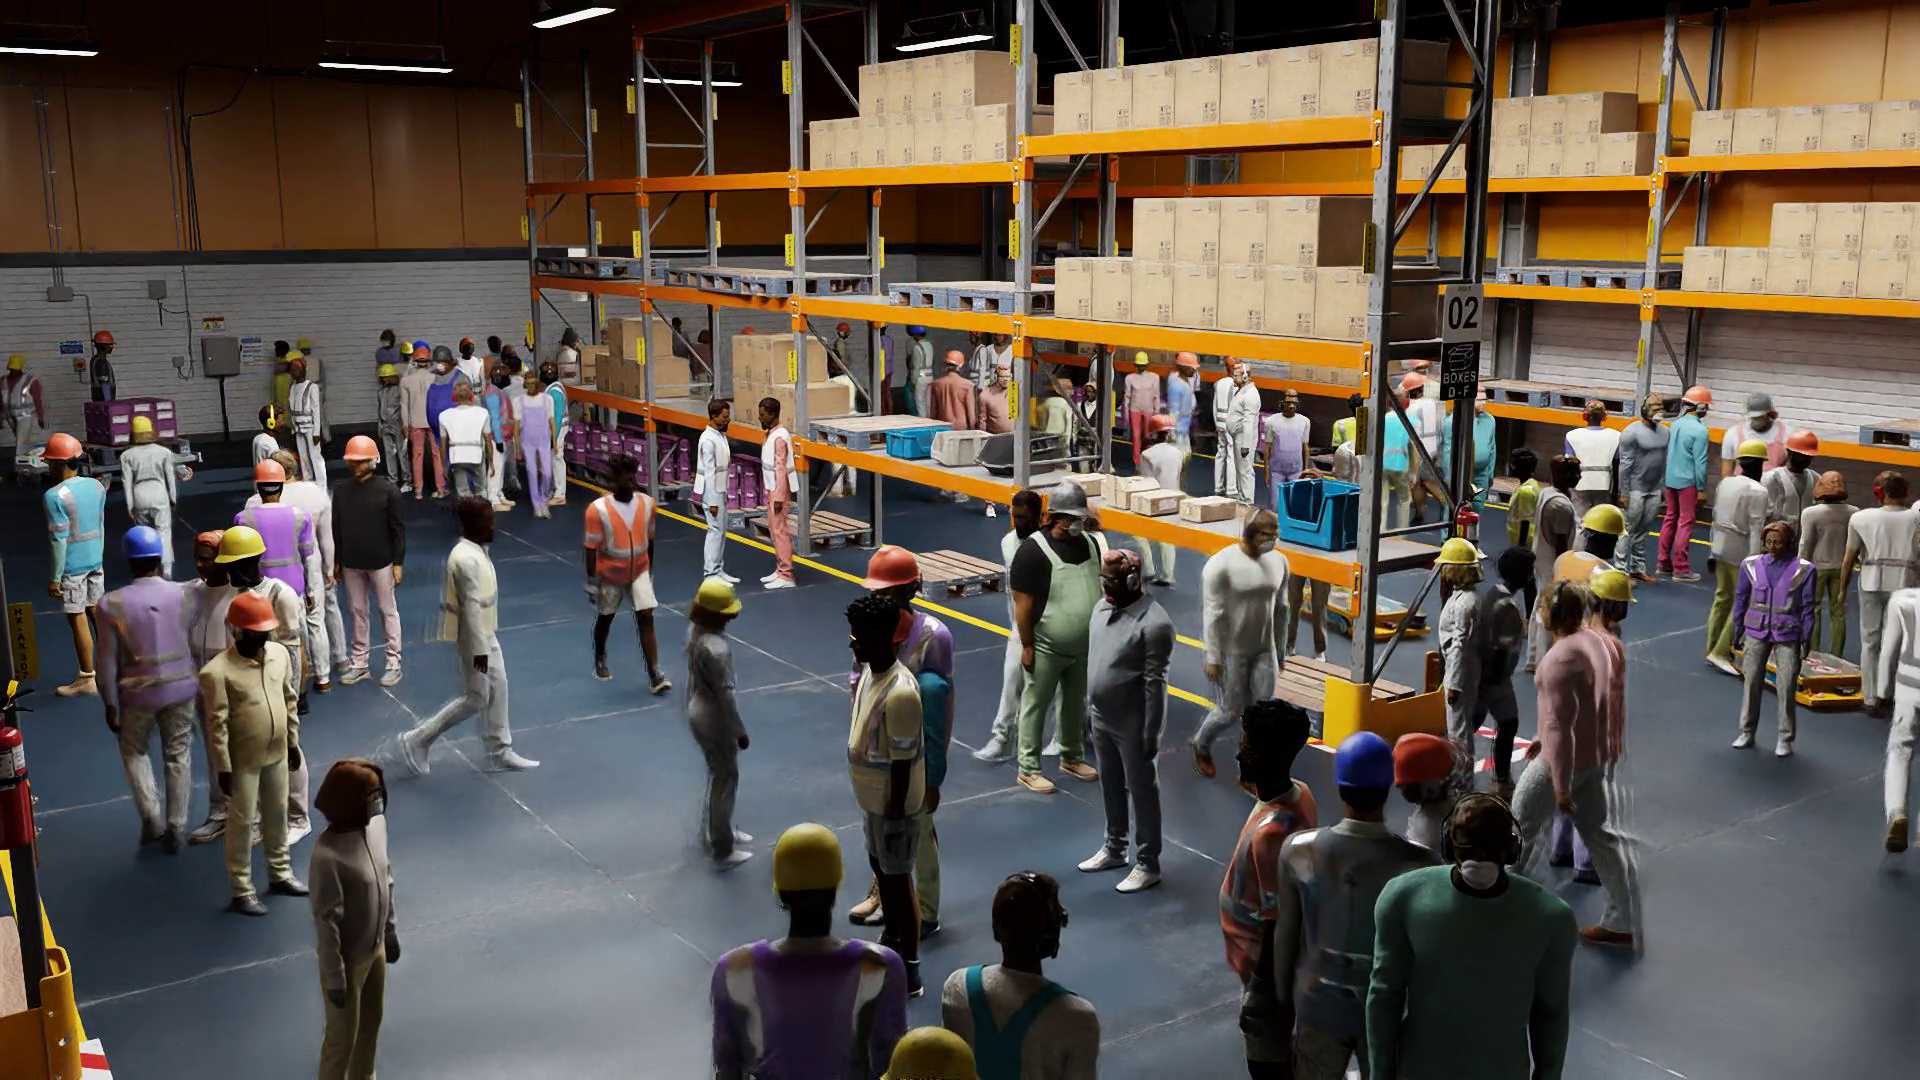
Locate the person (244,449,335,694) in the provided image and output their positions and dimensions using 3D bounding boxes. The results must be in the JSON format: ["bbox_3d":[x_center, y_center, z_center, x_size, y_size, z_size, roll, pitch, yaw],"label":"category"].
[{"bbox_3d":[-5.131,0.263,12.794,0.629,1.932,0.379,-6,13,-29],"label":"person"}]

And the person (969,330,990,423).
[{"bbox_3d":[0.301,-2.560,27.385,0.371,1.878,0.588,-2,11,-10],"label":"person"}]

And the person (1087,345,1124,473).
[{"bbox_3d":[2.102,-1.995,24.063,0.535,2.000,0.681,0,11,-2],"label":"person"}]

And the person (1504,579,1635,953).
[{"bbox_3d":[3.059,1.126,8.504,0.618,1.882,0.994,-11,15,-43],"label":"person"}]

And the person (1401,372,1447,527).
[{"bbox_3d":[5.442,-1.021,19.495,0.584,1.889,0.618,-9,14,-38],"label":"person"}]

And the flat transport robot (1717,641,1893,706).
[{"bbox_3d":[6.622,1.022,13.164,0.652,0.197,1.431,-1,11,-6],"label":"flat transport robot"}]

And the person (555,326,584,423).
[{"bbox_3d":[-6.054,-2.350,25.878,0.617,2.000,0.698,-4,12,-21],"label":"person"}]

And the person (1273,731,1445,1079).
[{"bbox_3d":[1.390,1.622,5.823,0.613,1.937,0.421,5,12,24],"label":"person"}]

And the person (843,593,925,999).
[{"bbox_3d":[-0.356,1.208,7.889,0.374,1.957,0.605,-3,11,-16],"label":"person"}]

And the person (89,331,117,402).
[{"bbox_3d":[-12.459,-2.036,24.301,0.406,2.034,0.611,-7,13,-34],"label":"person"}]

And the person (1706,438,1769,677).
[{"bbox_3d":[6.330,0.128,13.548,0.504,1.905,0.638,-2,11,-9],"label":"person"}]

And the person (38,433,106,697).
[{"bbox_3d":[-6.835,0.193,12.846,0.368,2.048,0.607,1,11,5],"label":"person"}]

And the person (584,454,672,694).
[{"bbox_3d":[-2.645,0.248,13.014,0.614,1.888,1.083,-7,13,-32],"label":"person"}]

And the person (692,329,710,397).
[{"bbox_3d":[-4.638,-3.024,30.370,0.498,1.634,0.280,-4,12,-21],"label":"person"}]

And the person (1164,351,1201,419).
[{"bbox_3d":[3.317,-2.026,25.139,0.546,1.671,0.652,-5,12,-26],"label":"person"}]

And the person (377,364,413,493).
[{"bbox_3d":[-7.611,-1.494,22.299,0.490,1.738,0.341,5,12,26],"label":"person"}]

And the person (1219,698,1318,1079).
[{"bbox_3d":[1.140,1.537,6.173,0.361,1.965,0.613,3,12,16],"label":"person"}]

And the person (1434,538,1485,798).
[{"bbox_3d":[3.080,0.842,10.336,0.330,1.734,0.480,3,11,14],"label":"person"}]

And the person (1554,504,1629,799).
[{"bbox_3d":[3.971,0.718,10.519,0.397,1.912,0.592,-3,12,-17],"label":"person"}]

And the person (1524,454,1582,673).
[{"bbox_3d":[4.735,0.224,13.245,0.351,1.842,0.508,1,11,4],"label":"person"}]

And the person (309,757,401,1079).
[{"bbox_3d":[-2.370,1.635,6.556,0.289,1.627,0.497,1,11,7],"label":"person"}]

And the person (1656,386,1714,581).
[{"bbox_3d":[7.424,-0.576,16.960,0.412,1.987,0.618,-1,11,-7],"label":"person"}]

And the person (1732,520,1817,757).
[{"bbox_3d":[5.609,0.668,11.491,0.524,1.631,0.313,9,14,38],"label":"person"}]

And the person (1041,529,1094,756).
[{"bbox_3d":[0.698,0.690,11.427,0.402,1.605,0.620,5,12,22],"label":"person"}]

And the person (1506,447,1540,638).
[{"bbox_3d":[4.980,0.021,14.674,0.332,1.688,0.543,4,12,18],"label":"person"}]

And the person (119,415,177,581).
[{"bbox_3d":[-8.150,-0.400,16.745,0.487,1.714,0.843,-6,13,-29],"label":"person"}]

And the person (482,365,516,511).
[{"bbox_3d":[-5.810,-1.285,20.995,0.432,1.835,0.627,-1,11,-5],"label":"person"}]

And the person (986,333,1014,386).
[{"bbox_3d":[0.682,-2.636,27.839,0.567,1.846,0.389,4,12,17],"label":"person"}]

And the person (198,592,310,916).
[{"bbox_3d":[-3.736,1.125,8.867,0.355,1.741,0.567,5,12,24],"label":"person"}]

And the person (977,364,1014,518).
[{"bbox_3d":[0.527,-1.215,20.456,0.635,1.900,0.397,-4,12,-18],"label":"person"}]

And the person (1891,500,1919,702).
[{"bbox_3d":[7.304,0.345,12.469,0.403,1.897,0.654,-3,12,-17],"label":"person"}]

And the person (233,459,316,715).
[{"bbox_3d":[-5.053,0.363,12.300,0.549,1.925,0.384,-7,13,-32],"label":"person"}]

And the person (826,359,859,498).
[{"bbox_3d":[-1.589,-1.469,21.938,0.434,1.827,0.697,9,14,39],"label":"person"}]

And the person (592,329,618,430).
[{"bbox_3d":[-5.732,-2.499,27.053,0.672,1.877,0.533,2,11,10],"label":"person"}]

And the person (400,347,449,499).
[{"bbox_3d":[-7.006,-1.532,21.848,0.638,1.986,0.415,-3,11,-14],"label":"person"}]

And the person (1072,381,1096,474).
[{"bbox_3d":[1.657,-1.189,20.989,0.514,1.632,0.312,5,12,25],"label":"person"}]

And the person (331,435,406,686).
[{"bbox_3d":[-4.673,0.163,13.127,0.611,1.997,0.374,2,11,10],"label":"person"}]

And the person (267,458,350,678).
[{"bbox_3d":[-5.206,0.202,13.323,0.427,1.849,0.650,3,12,17],"label":"person"}]

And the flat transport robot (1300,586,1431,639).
[{"bbox_3d":[3.590,0.637,15.135,0.652,0.197,1.431,-4,12,-19],"label":"flat transport robot"}]

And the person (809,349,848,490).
[{"bbox_3d":[-1.779,-1.601,22.382,0.733,1.917,0.678,8,14,35],"label":"person"}]

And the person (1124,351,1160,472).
[{"bbox_3d":[2.643,-1.887,24.242,0.529,1.746,0.485,0,11,0],"label":"person"}]

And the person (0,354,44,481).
[{"bbox_3d":[-13.288,-1.769,23.578,0.597,1.786,0.915,2,11,8],"label":"person"}]

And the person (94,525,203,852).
[{"bbox_3d":[-4.670,0.870,9.674,0.627,1.929,0.446,-8,14,-36],"label":"person"}]

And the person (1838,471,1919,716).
[{"bbox_3d":[6.956,0.372,12.534,0.605,1.806,0.816,4,12,19],"label":"person"}]

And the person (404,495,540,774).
[{"bbox_3d":[-3.242,0.639,10.947,0.763,1.901,0.594,-1,11,-7],"label":"person"}]

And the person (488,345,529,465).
[{"bbox_3d":[-6.724,-2.042,24.921,0.678,1.802,0.709,3,11,13],"label":"person"}]

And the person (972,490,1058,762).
[{"bbox_3d":[0.475,0.596,11.240,0.612,1.864,0.976,9,14,37],"label":"person"}]

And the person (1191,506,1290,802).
[{"bbox_3d":[1.780,0.699,10.616,0.640,1.910,0.640,-5,12,-26],"label":"person"}]

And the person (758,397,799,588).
[{"bbox_3d":[-1.816,-0.481,16.669,0.390,1.905,0.598,-3,11,-14],"label":"person"}]
